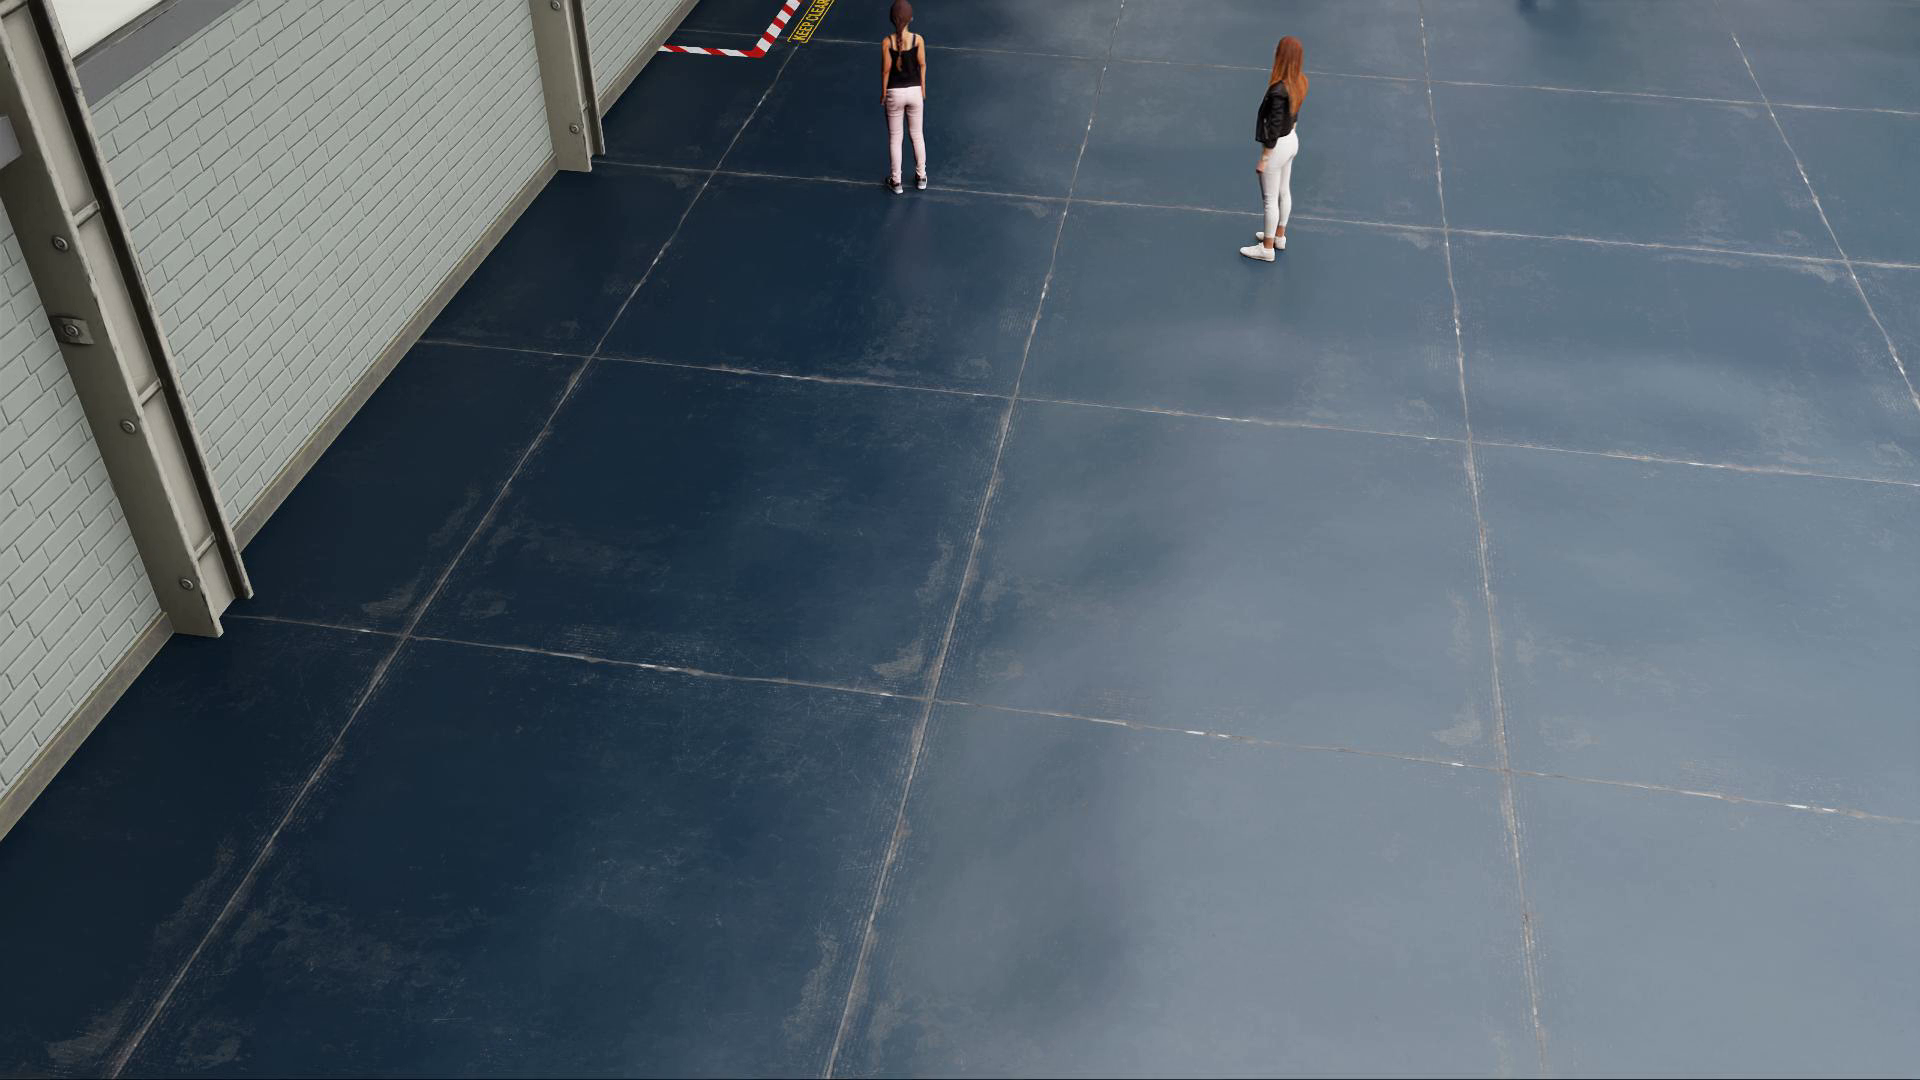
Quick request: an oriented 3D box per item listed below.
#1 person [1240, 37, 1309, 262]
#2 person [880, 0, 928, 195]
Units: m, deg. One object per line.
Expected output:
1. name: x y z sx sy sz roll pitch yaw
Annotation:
1. person: 2.368 -2.901 12.336 0.738 1.704 0.609 25 44 28
2. person: -0.450 -3.542 13.269 0.611 1.564 0.619 -9 39 -11
